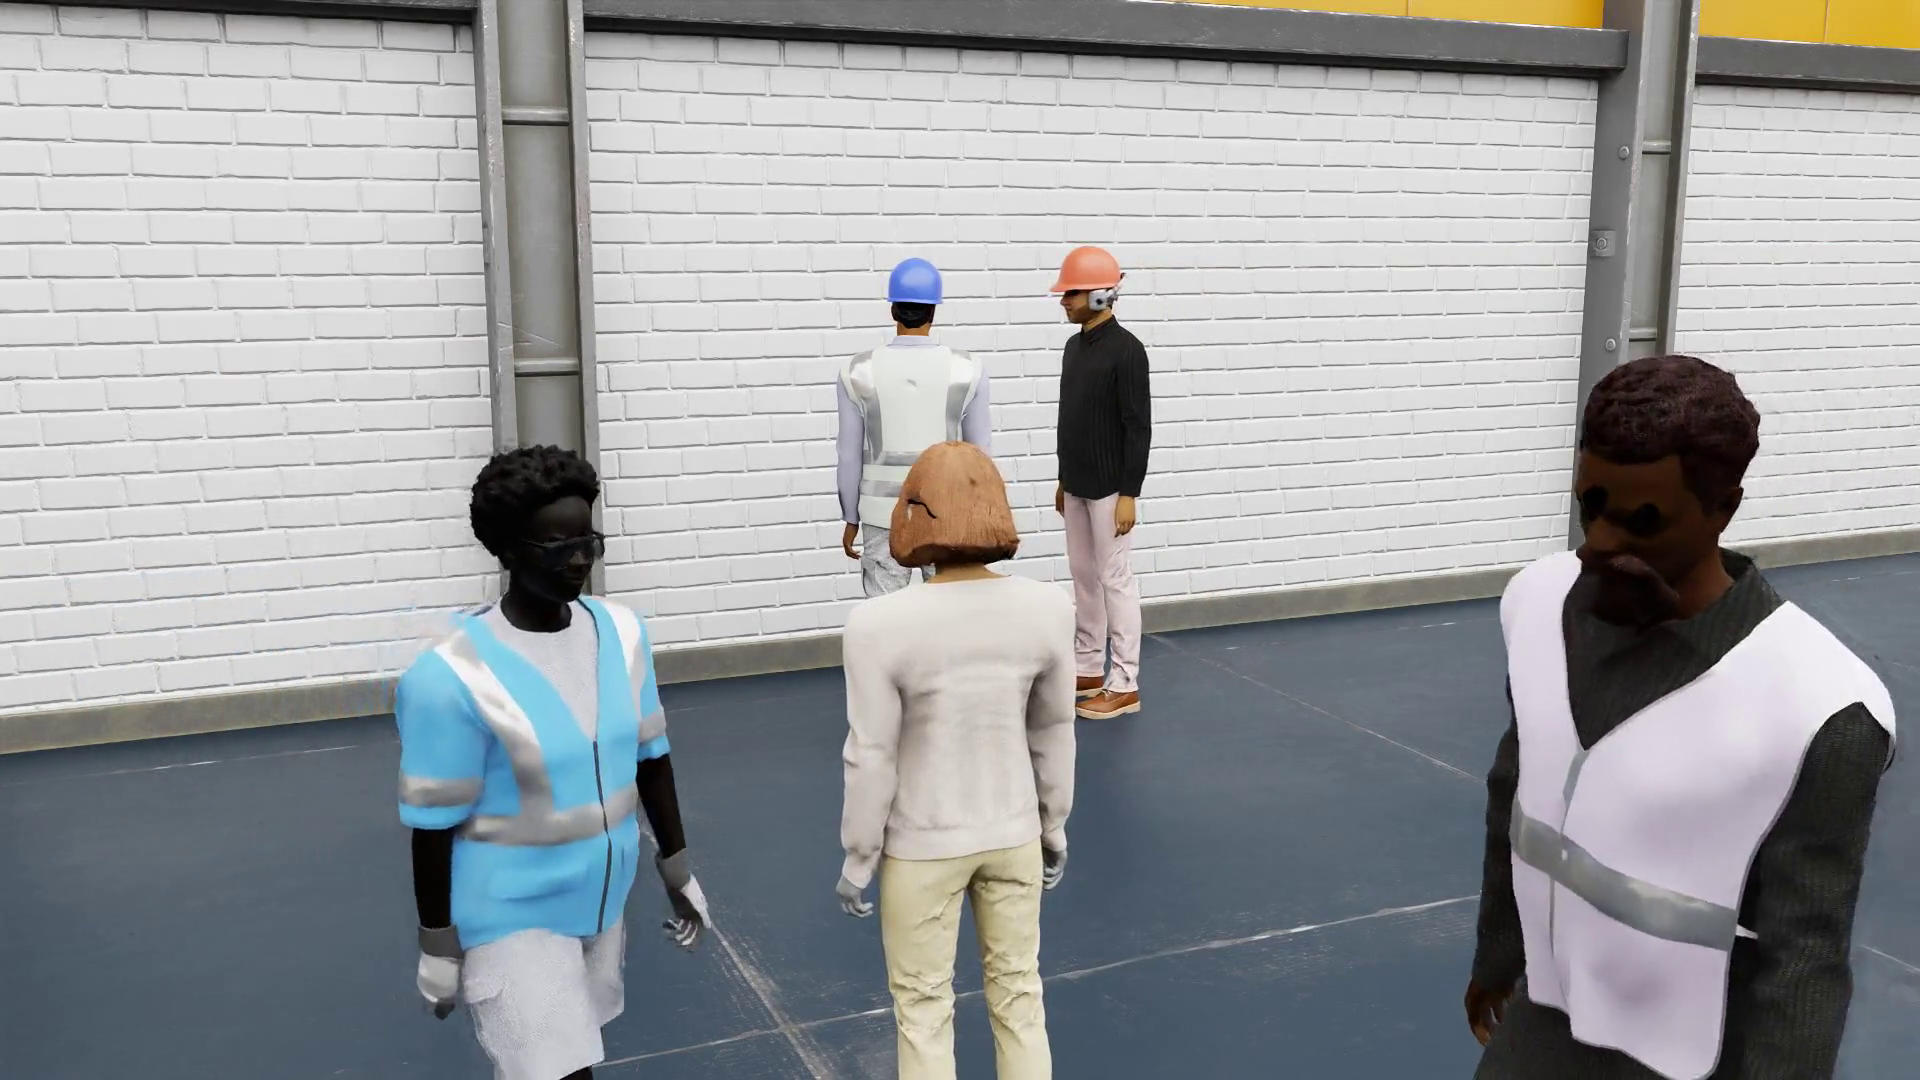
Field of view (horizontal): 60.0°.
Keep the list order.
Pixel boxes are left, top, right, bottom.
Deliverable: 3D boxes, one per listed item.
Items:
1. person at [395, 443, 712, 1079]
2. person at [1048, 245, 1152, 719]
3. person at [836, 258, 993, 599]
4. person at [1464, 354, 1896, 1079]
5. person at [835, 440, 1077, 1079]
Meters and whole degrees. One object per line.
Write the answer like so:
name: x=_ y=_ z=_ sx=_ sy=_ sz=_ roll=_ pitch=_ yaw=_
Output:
person: x=-0.655 y=0.670 z=2.924 sx=0.631 sy=1.676 sz=0.538 roll=6 pitch=12 yaw=29
person: x=0.568 y=-0.241 z=7.061 sx=0.395 sy=1.990 sz=0.619 roll=-5 pitch=11 yaw=-24
person: x=-0.172 y=-0.102 z=6.421 sx=0.606 sy=1.948 sz=0.391 roll=0 pitch=10 yaw=-1
person: x=0.902 y=0.684 z=2.255 sx=0.463 sy=1.882 sz=0.681 roll=-4 pitch=11 yaw=-21
person: x=-0.003 y=0.617 z=3.325 sx=0.509 sy=1.631 sz=0.269 roll=-5 pitch=11 yaw=-25
